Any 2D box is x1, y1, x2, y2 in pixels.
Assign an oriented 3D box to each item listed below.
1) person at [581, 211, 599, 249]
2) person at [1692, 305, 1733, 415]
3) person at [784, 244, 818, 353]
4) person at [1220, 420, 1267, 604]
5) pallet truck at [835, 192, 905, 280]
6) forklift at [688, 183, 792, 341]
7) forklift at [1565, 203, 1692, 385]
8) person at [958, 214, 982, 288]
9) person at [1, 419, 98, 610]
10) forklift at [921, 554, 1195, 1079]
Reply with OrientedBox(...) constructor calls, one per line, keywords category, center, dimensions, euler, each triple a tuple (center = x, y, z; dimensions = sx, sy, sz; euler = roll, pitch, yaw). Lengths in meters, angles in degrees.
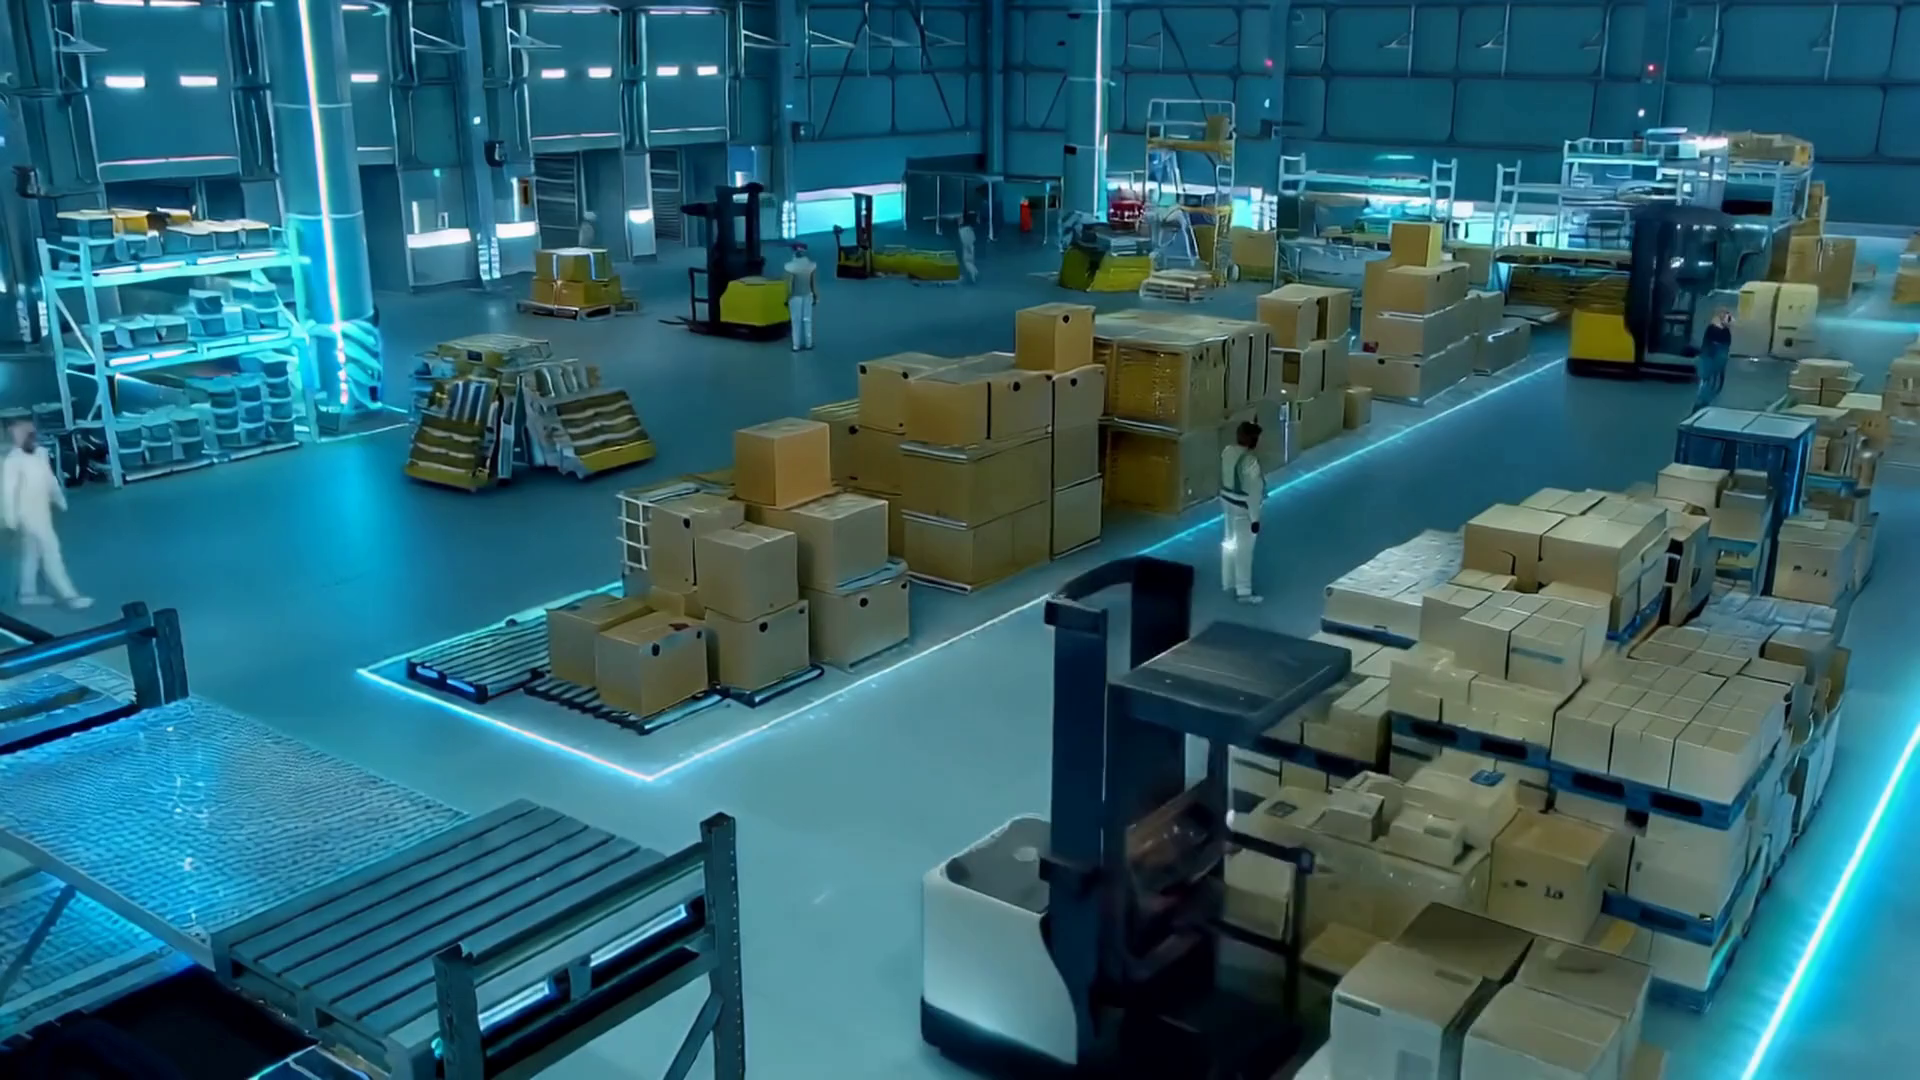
OrientedBox(category="person", center=(-7.962, -6.143, 35.848), dimensions=(1.037, 1.861, 0.580), euler=(-5, 17, -16))
OrientedBox(category="person", center=(10.371, -2.271, 22.898), dimensions=(0.362, 1.938, 0.631), euler=(16, 23, 42))
OrientedBox(category="person", center=(-2.835, -4.310, 29.679), dimensions=(0.636, 1.928, 0.383), euler=(-9, 19, -26))
OrientedBox(category="person", center=(2.808, -0.280, 16.479), dimensions=(0.429, 1.840, 0.624), euler=(-6, 18, -18))
OrientedBox(category="pallet truck", center=(-1.936, -7.159, 38.982), dimensions=(1.885, 1.965, 0.823), euler=(-12, 21, -34))
OrientedBox(category="forklift", center=(-4.092, -5.262, 31.198), dimensions=(1.873, 2.768, 1.129), euler=(12, 21, 35))
OrientedBox(category="forklift", center=(11.128, -4.088, 27.312), dimensions=(1.873, 2.768, 1.129), euler=(8, 19, 26))
OrientedBox(category="person", center=(0.201, -6.483, 37.309), dimensions=(0.493, 1.660, 0.558), euler=(-3, 17, -9))
OrientedBox(category="person", center=(-8.919, -0.246, 16.251), dimensions=(0.933, 1.897, 0.672), euler=(-1, 17, -2))
OrientedBox(category="forklift", center=(0.805, 1.523, 8.731), dimensions=(1.873, 2.768, 1.129), euler=(12, 21, 35))
